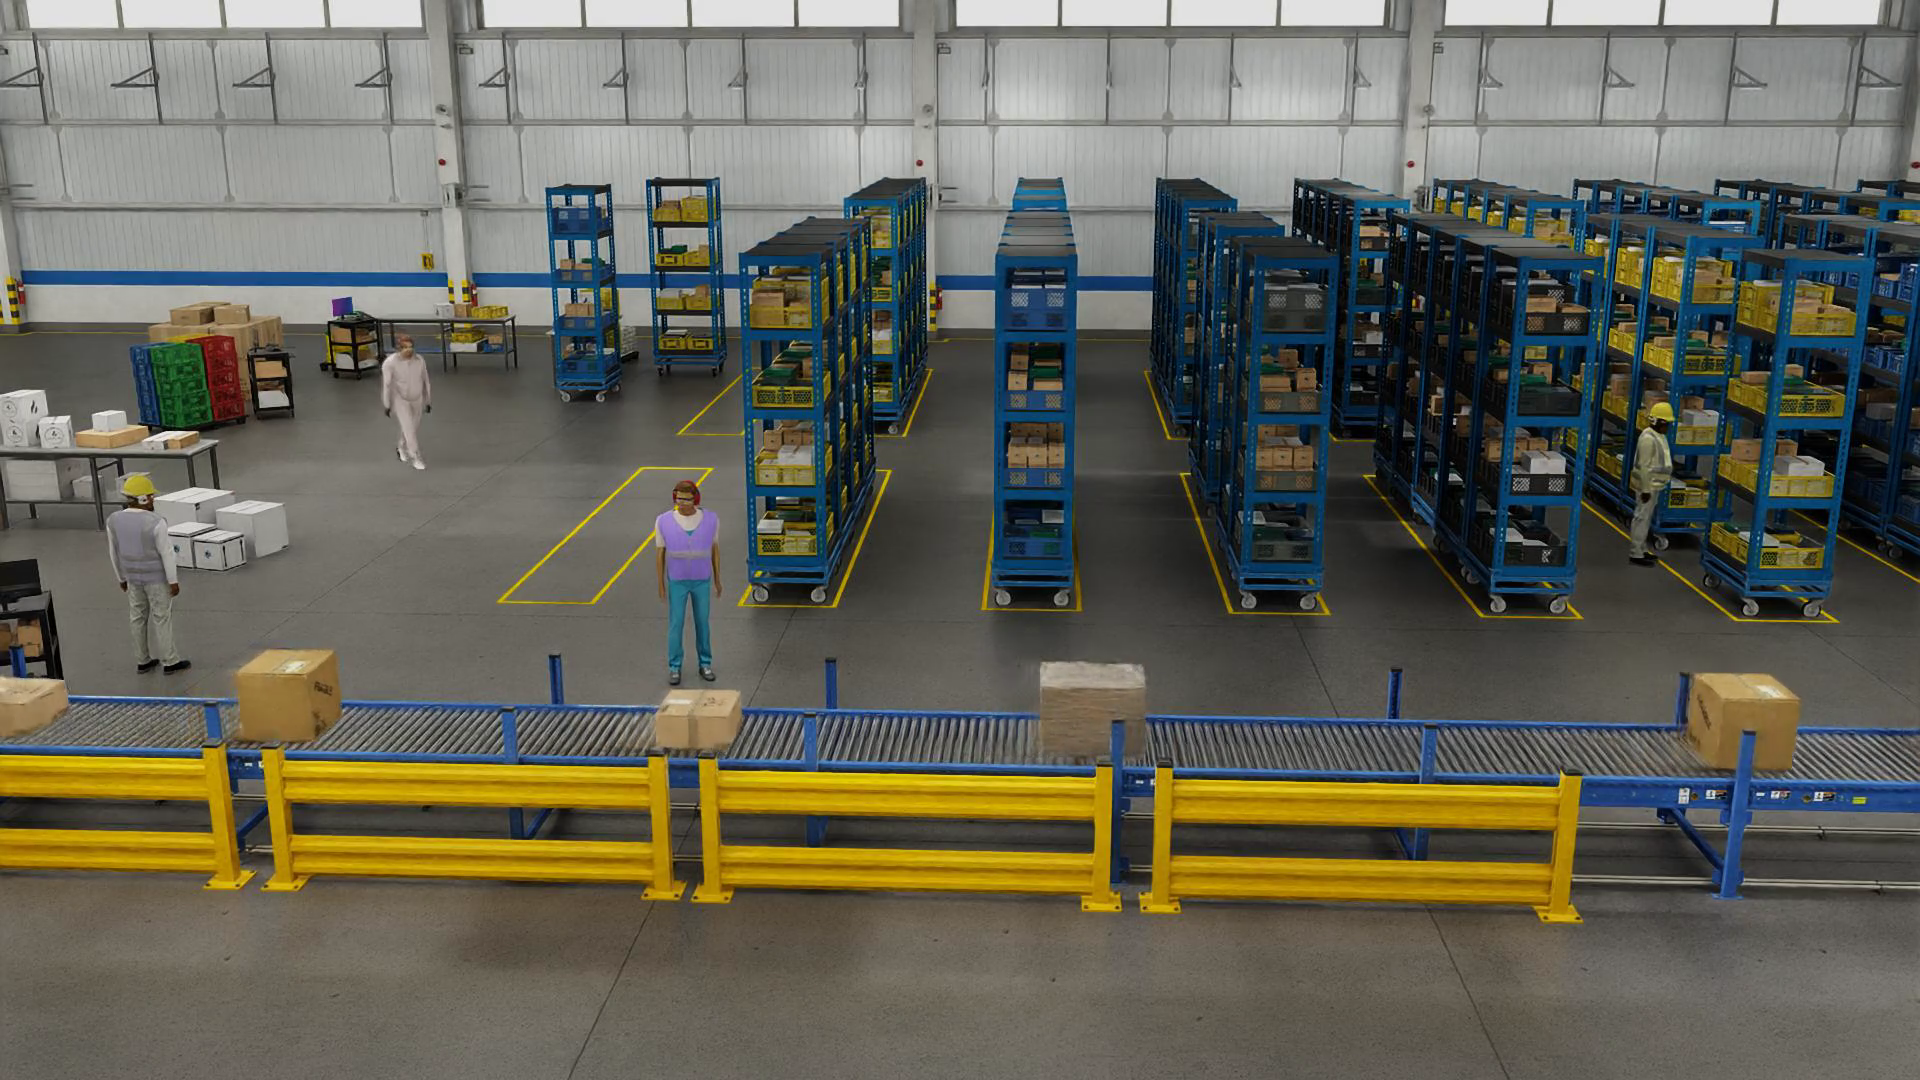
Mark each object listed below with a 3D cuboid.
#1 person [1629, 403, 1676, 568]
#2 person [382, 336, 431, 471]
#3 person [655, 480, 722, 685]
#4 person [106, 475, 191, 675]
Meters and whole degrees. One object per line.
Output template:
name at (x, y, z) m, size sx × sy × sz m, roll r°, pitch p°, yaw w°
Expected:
person at (7.640, -0.619, 18.380) m, size 0.404 × 1.825 × 0.587 m, roll 9°, pitch 18°, yaw 31°
person at (-7.752, -1.954, 23.288) m, size 0.967 × 1.860 × 0.648 m, roll 14°, pitch 21°, yaw 42°
person at (-2.391, 0.360, 14.719) m, size 0.564 × 1.838 × 0.389 m, roll -5°, pitch 16°, yaw -17°
person at (-7.269, 0.317, 14.902) m, size 0.603 × 1.824 × 0.404 m, roll 3°, pitch 15°, yaw 11°
